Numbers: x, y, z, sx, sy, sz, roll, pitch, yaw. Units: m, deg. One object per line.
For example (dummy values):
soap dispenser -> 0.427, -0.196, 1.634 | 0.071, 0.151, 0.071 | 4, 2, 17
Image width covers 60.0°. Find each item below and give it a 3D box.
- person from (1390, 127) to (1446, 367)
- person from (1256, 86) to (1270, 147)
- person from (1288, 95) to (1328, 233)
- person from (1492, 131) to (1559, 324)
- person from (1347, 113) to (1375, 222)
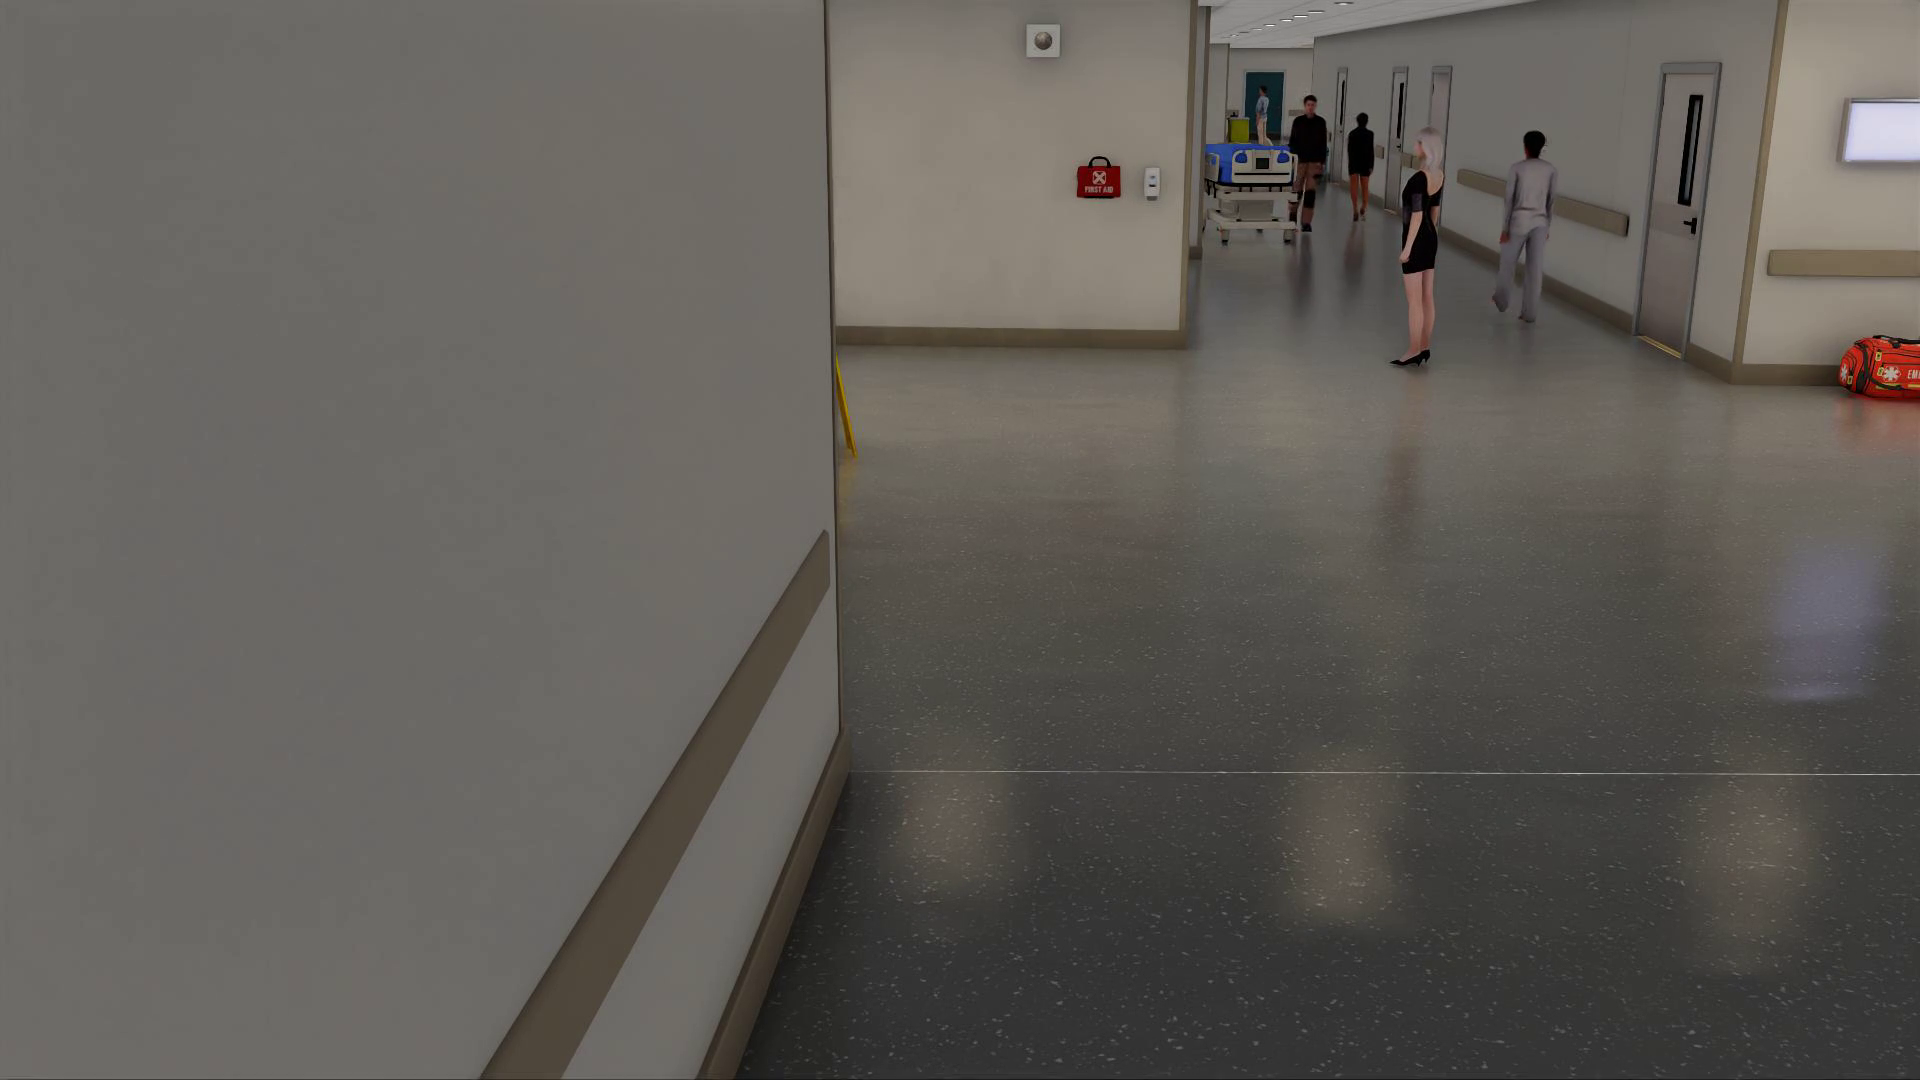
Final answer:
person -> 3.600, -2.286, 12.986 | 0.670, 1.832, 0.648 | 13, 20, 39
person -> 8.524, -11.866, 46.940 | 0.737, 1.847, 0.732 | 11, 19, 35
person -> 4.975, -5.394, 23.869 | 0.902, 1.910, 0.789 | 1, 16, 2
person -> 5.163, -2.801, 15.074 | 1.053, 1.691, 0.728 | 1, 16, 3
person -> 6.076, -5.642, 25.304 | 0.937, 1.608, 0.693 | 4, 16, 13
